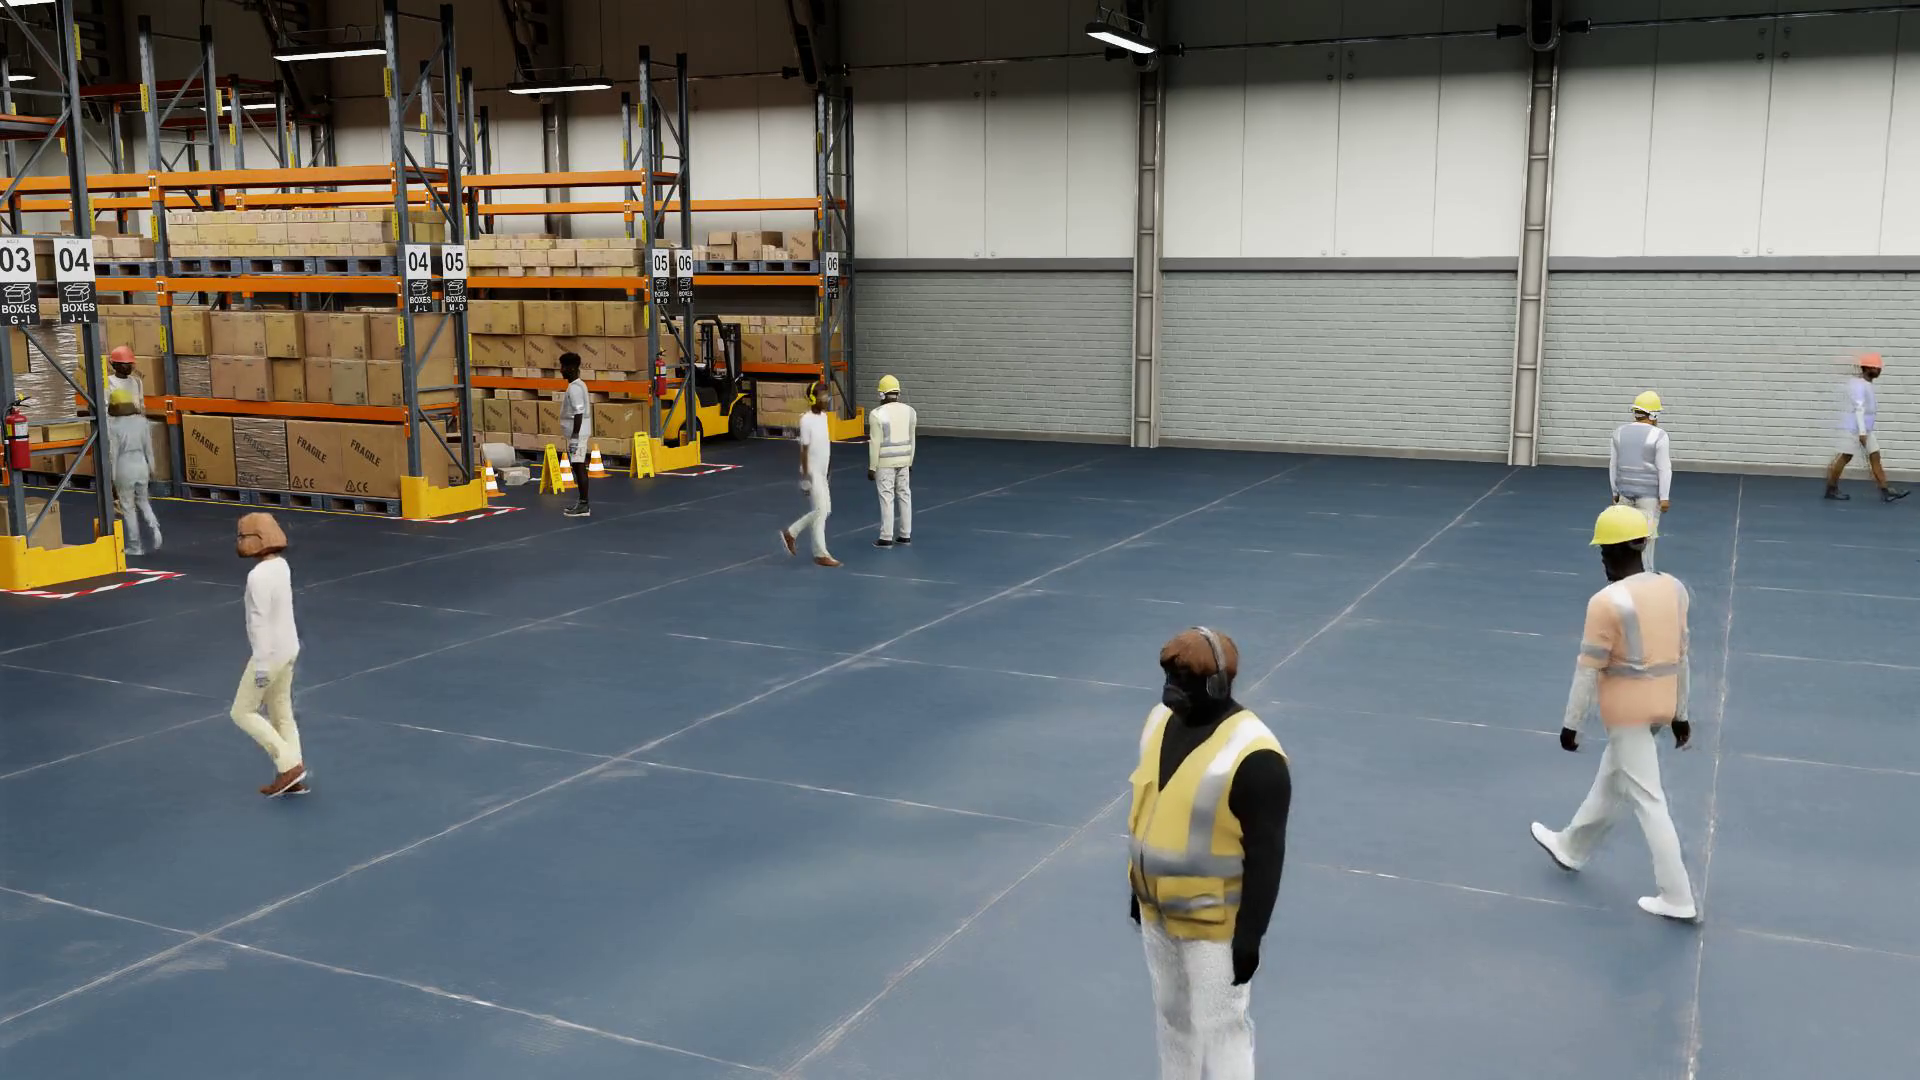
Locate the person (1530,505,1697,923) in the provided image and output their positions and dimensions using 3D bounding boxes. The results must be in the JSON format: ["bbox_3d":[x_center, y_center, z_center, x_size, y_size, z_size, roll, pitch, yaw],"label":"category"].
[{"bbox_3d":[3.058,0.770,7.727,0.605,1.861,1.018,-6,11,-31],"label":"person"}]

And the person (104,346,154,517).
[{"bbox_3d":[-9.936,-1.290,19.839,0.405,2.037,0.606,3,10,20],"label":"person"}]

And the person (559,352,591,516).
[{"bbox_3d":[-4.602,-1.265,19.897,0.361,1.963,0.617,-1,9,-9],"label":"person"}]

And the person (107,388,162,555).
[{"bbox_3d":[-8.522,-0.697,17.097,0.405,1.729,0.494,5,11,30],"label":"person"}]

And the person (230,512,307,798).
[{"bbox_3d":[-3.850,0.650,9.218,0.355,1.618,0.519,-1,9,-5],"label":"person"}]

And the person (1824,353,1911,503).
[{"bbox_3d":[11.464,-1.403,20.963,0.570,1.886,0.996,-9,13,-42],"label":"person"}]

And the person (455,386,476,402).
[{"bbox_3d":[-8.257,-2.497,27.758,0.948,1.871,0.657,3,10,19],"label":"person"}]

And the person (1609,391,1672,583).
[{"bbox_3d":[6.280,-0.453,15.322,0.404,1.832,0.600,-6,11,-33],"label":"person"}]

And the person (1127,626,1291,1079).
[{"bbox_3d":[0.745,1.177,5.313,0.429,1.841,0.630,-5,11,-30],"label":"person"}]

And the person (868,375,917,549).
[{"bbox_3d":[-0.736,-0.825,17.600,0.589,1.835,0.404,-7,12,-38],"label":"person"}]

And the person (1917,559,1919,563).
[{"bbox_3d":[9.947,-0.644,16.449,0.633,1.850,0.535,2,9,12],"label":"person"}]

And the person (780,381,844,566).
[{"bbox_3d":[-1.488,-0.663,16.565,0.659,1.857,0.509,3,10,20],"label":"person"}]
